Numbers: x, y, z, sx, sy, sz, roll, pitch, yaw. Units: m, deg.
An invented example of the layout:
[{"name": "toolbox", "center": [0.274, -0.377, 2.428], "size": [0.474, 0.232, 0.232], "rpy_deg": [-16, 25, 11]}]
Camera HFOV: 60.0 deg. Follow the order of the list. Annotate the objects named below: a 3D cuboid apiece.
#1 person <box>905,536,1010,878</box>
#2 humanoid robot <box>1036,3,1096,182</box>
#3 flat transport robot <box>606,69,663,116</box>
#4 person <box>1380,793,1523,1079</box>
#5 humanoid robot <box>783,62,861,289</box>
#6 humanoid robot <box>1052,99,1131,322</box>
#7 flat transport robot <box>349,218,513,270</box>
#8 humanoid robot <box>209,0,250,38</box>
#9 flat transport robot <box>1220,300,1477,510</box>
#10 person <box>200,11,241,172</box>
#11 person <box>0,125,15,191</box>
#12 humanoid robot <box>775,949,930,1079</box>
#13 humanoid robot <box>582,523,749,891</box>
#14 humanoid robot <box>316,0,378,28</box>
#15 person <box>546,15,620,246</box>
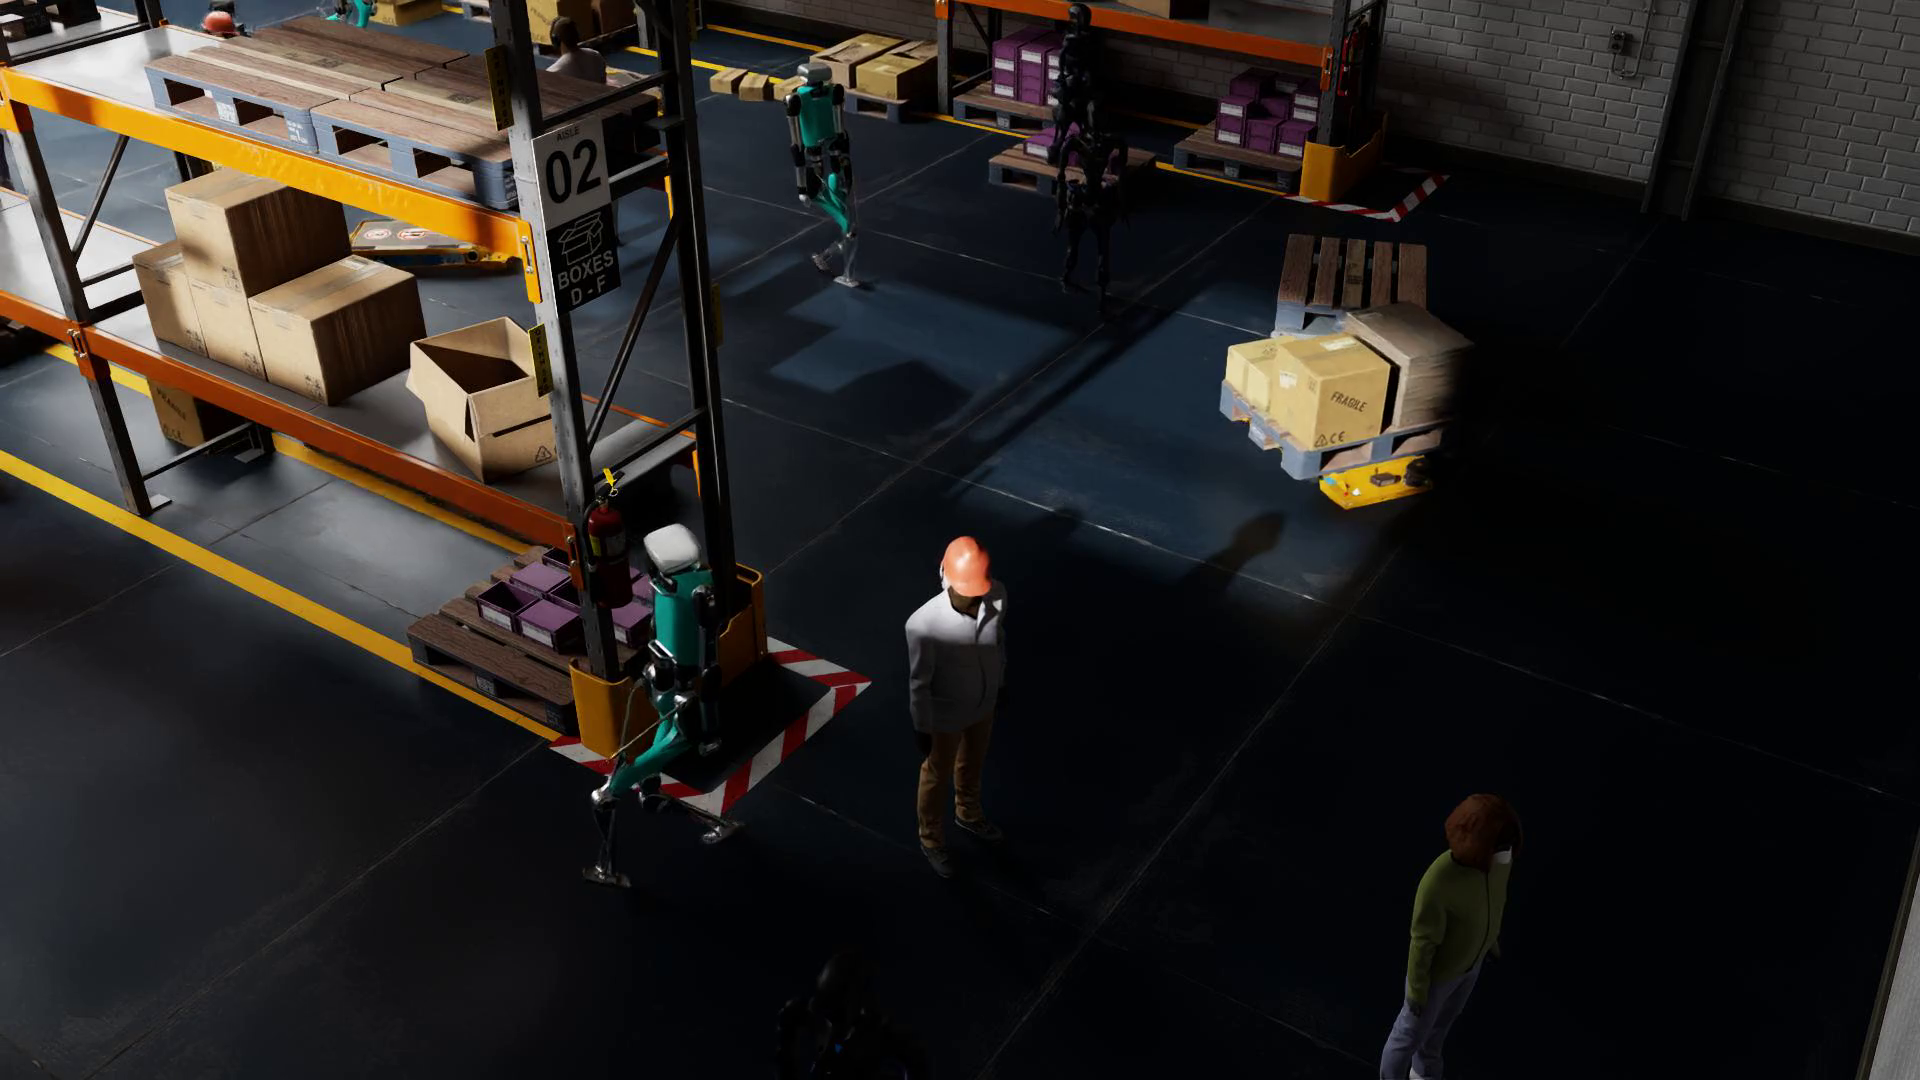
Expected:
[{"name": "person", "center": [0.021, 0.736, 7.412], "size": [0.567, 1.714, 0.337], "rpy_deg": [-27, 42, -35]}, {"name": "humanoid robot", "center": [1.036, -3.833, 14.501], "size": [0.758, 1.626, 0.601], "rpy_deg": [19, 38, 27]}, {"name": "flat transport robot", "center": [-3.410, -4.433, 16.686], "size": [0.659, 0.231, 1.431], "rpy_deg": [-22, 39, -30]}, {"name": "person", "center": [1.832, 1.581, 6.189], "size": [0.498, 1.634, 0.281], "rpy_deg": [-23, 39, -31]}, {"name": "humanoid robot", "center": [-0.935, -2.717, 12.695], "size": [0.541, 1.725, 0.977], "rpy_deg": [-28, 42, -36]}, {"name": "humanoid robot", "center": [0.981, -2.521, 12.503], "size": [0.601, 1.633, 0.777], "rpy_deg": [-7, 34, -11]}, {"name": "flat transport robot", "center": [-4.359, -2.400, 13.563], "size": [1.431, 0.231, 0.659], "rpy_deg": [-1, 33, -2]}, {"name": "humanoid robot", "center": [-6.238, -3.958, 14.674], "size": [0.390, 1.645, 0.591], "rpy_deg": [0, 33, 0]}, {"name": "flat transport robot", "center": [2.430, -0.670, 10.903], "size": [0.659, 0.231, 1.431], "rpy_deg": [-12, 35, -18]}, {"name": "person", "center": [-6.102, -3.574, 14.052], "size": [0.821, 1.690, 0.582], "rpy_deg": [6, 34, 10]}, {"name": "person", "center": [-7.887, -3.453, 13.641], "size": [0.492, 1.948, 0.423], "rpy_deg": [-7, 34, -10]}, {"name": "humanoid robot", "center": [-0.325, 1.914, 5.649], "size": [0.601, 1.647, 0.478], "rpy_deg": [11, 35, 16]}, {"name": "humanoid robot", "center": [-1.437, 0.824, 7.314], "size": [1.025, 1.769, 0.538], "rpy_deg": [-23, 39, -31]}, {"name": "humanoid robot", "center": [-6.292, -5.509, 17.015], "size": [0.818, 1.796, 0.539], "rpy_deg": [20, 38, 28]}, {"name": "person", "center": [-3.023, -3.208, 13.278], "size": [0.377, 1.936, 0.627], "rpy_deg": [17, 37, 24]}]
